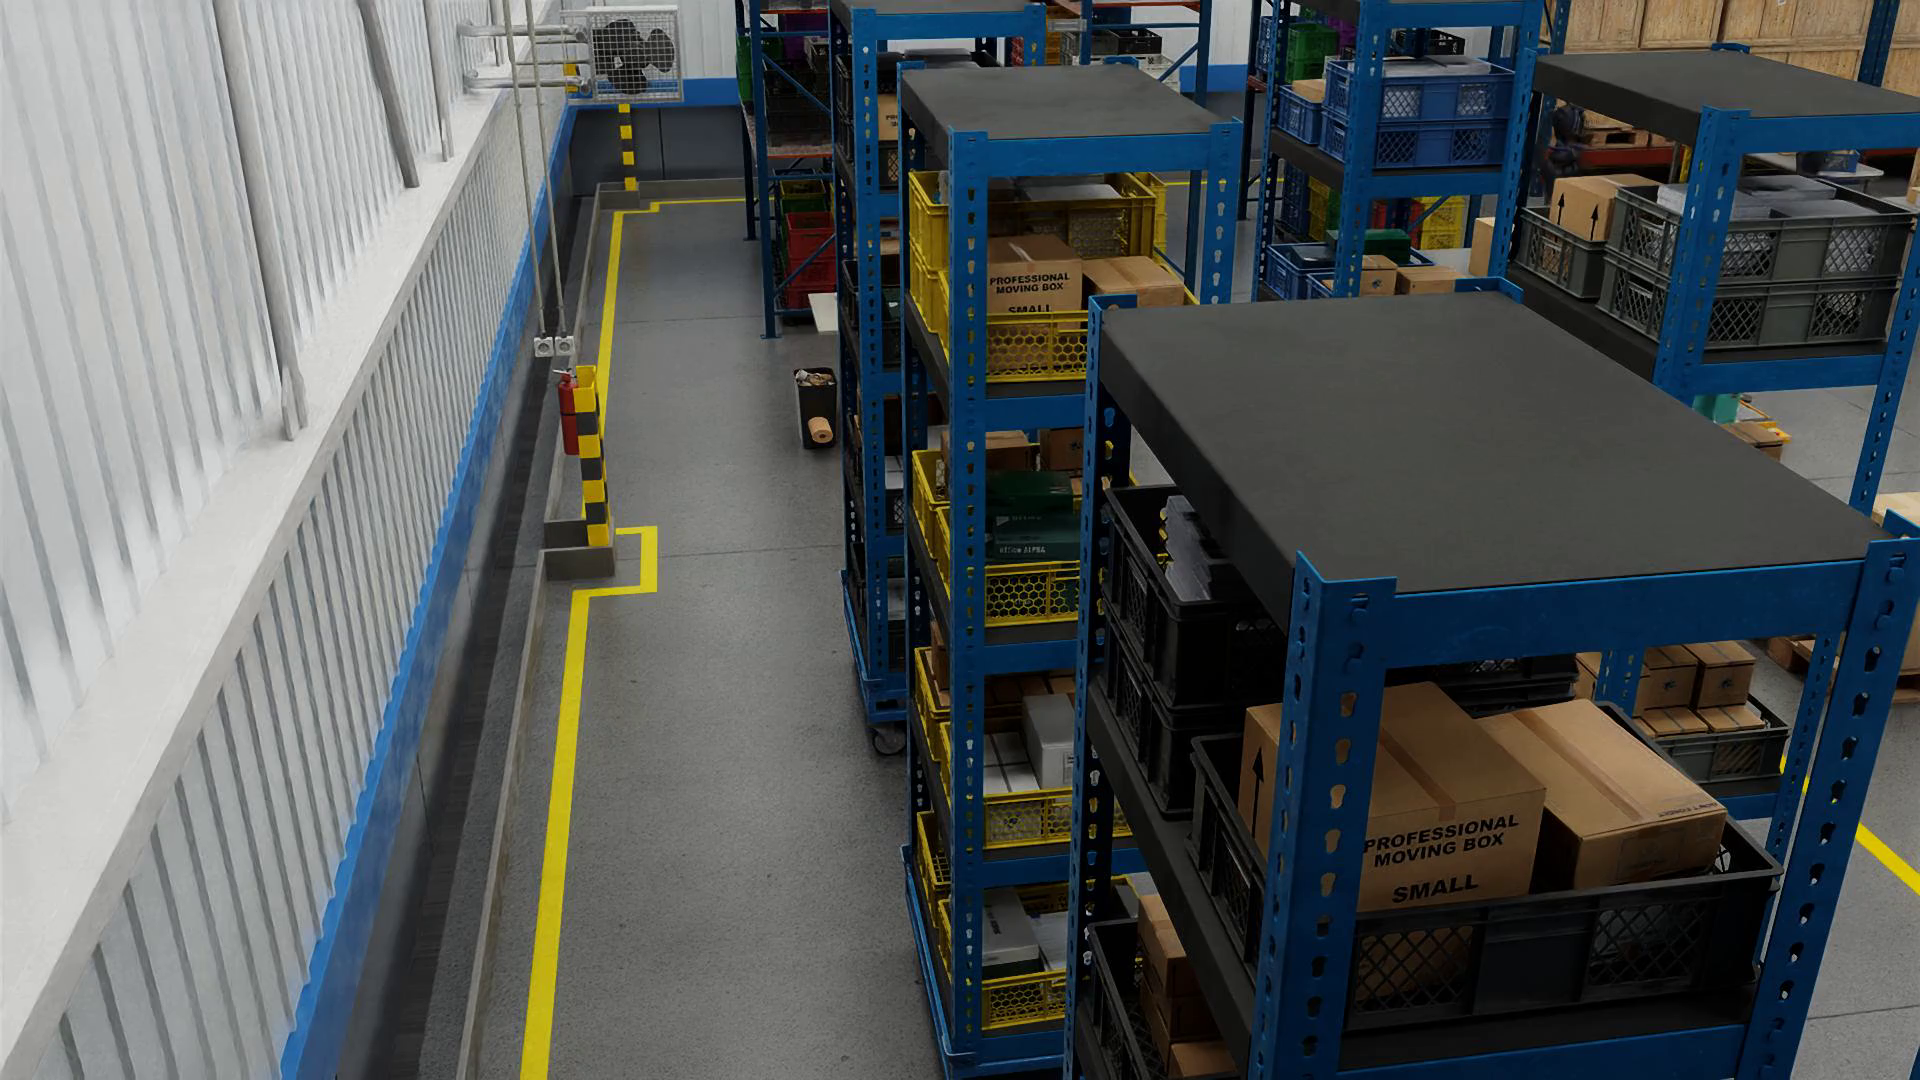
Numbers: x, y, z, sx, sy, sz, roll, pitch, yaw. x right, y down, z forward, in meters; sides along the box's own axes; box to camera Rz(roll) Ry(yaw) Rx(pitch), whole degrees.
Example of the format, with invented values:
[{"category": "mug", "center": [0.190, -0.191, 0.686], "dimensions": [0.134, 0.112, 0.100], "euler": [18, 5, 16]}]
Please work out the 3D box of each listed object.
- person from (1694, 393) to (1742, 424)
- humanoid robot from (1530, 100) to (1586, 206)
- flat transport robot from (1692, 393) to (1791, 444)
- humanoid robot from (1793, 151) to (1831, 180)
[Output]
[{"category": "person", "center": [5.000, -1.129, 10.958], "dimensions": [0.324, 1.769, 0.523], "euler": [-5, 25, -11]}, {"category": "humanoid robot", "center": [6.222, -3.907, 17.159], "dimensions": [0.601, 1.645, 0.670], "euler": [-12, 27, -24]}, {"category": "flat transport robot", "center": [5.224, -0.859, 12.132], "dimensions": [1.431, 0.197, 0.652], "euler": [-4, 25, -8]}, {"category": "humanoid robot", "center": [7.989, -3.237, 15.674], "dimensions": [0.559, 1.627, 0.657], "euler": [22, 32, 39]}]
